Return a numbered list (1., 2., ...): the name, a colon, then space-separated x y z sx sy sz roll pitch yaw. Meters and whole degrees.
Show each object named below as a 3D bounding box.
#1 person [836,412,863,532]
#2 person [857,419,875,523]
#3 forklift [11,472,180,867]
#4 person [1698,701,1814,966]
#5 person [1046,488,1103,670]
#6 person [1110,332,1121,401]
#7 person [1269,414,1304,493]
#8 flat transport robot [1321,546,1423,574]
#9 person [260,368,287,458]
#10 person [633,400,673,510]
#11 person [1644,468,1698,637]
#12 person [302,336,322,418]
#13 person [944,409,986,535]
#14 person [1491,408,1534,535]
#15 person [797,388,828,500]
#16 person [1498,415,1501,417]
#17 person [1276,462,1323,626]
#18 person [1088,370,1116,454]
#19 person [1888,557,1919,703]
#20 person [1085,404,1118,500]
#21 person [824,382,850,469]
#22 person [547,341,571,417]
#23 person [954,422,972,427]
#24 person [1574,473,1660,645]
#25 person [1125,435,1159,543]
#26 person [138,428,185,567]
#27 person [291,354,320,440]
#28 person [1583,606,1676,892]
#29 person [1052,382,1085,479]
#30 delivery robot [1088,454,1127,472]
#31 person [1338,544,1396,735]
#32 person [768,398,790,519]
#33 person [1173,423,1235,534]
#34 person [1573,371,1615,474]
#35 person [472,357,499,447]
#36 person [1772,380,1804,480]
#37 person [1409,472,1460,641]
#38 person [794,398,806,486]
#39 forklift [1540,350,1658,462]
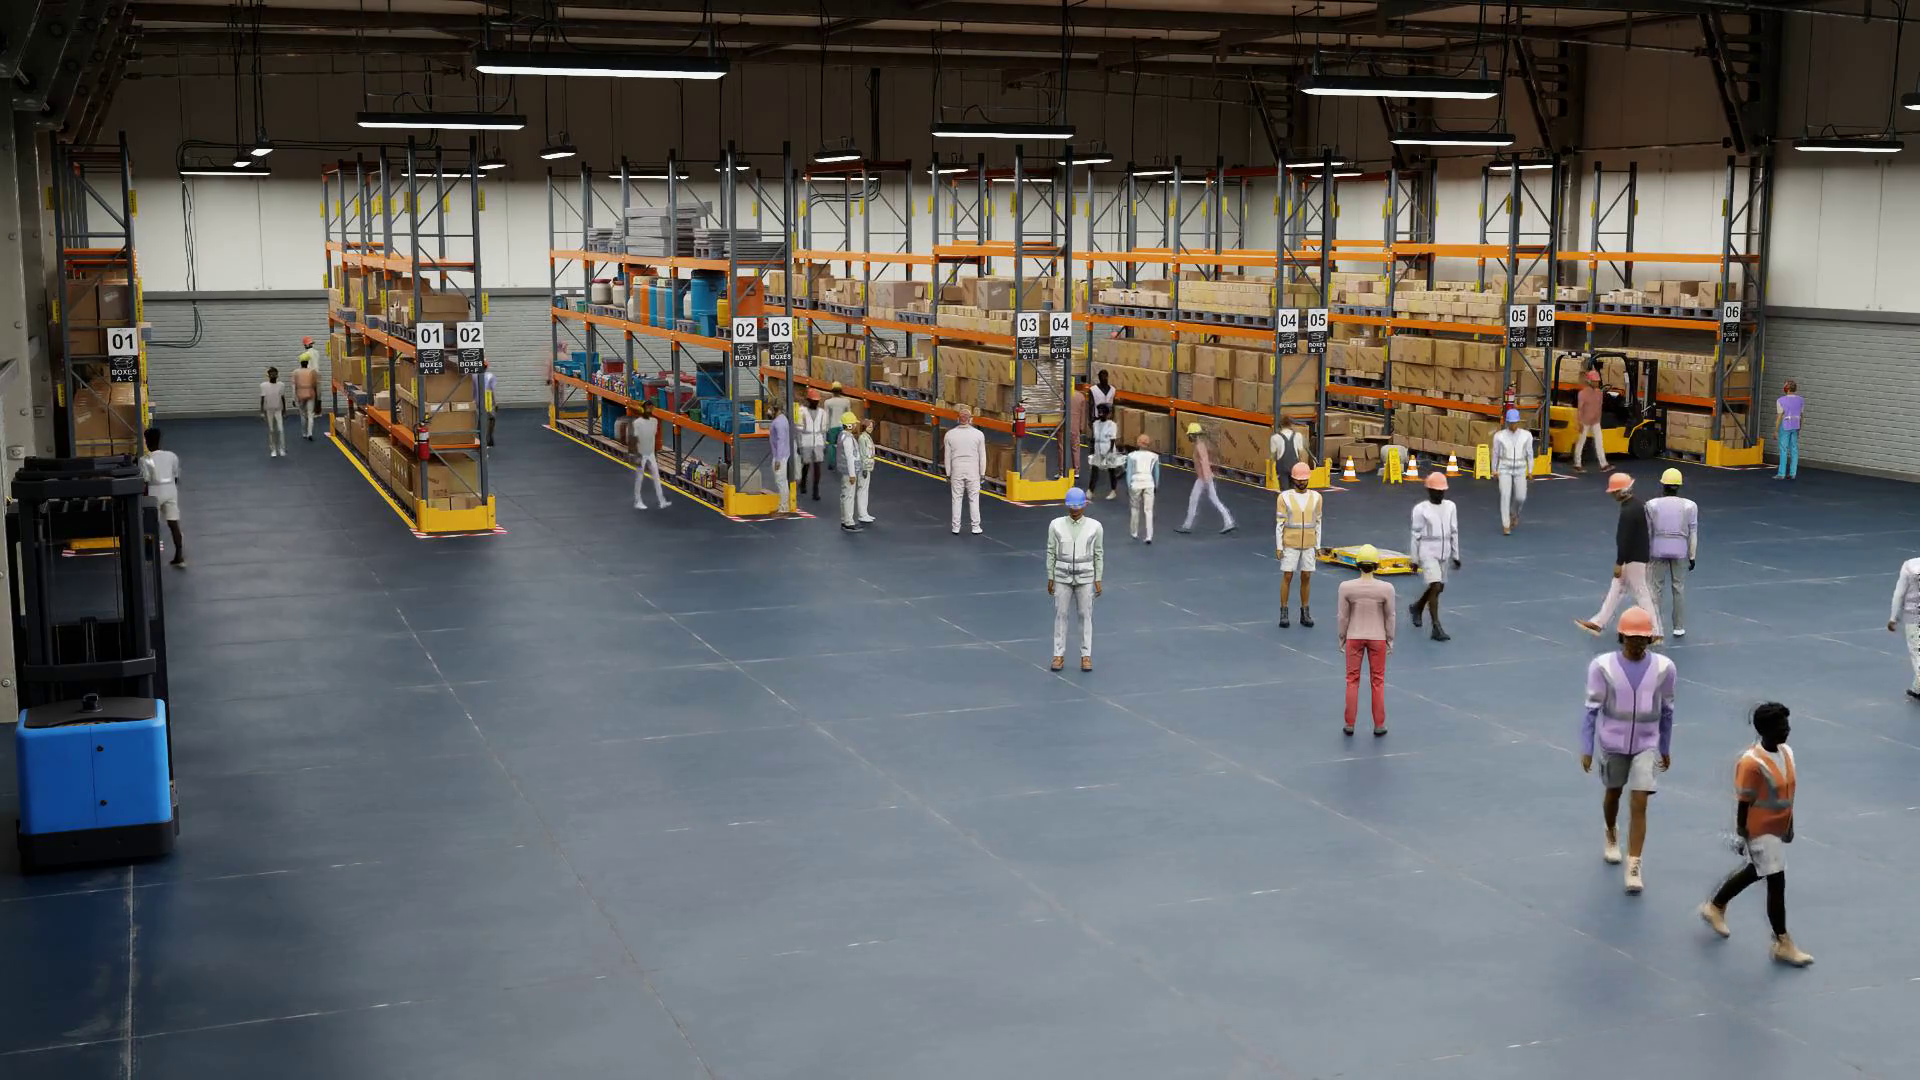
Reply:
1. person: -1.692 -1.057 32.231 0.404 1.837 0.588 -2 9 -13
2. person: -1.499 -1.109 33.241 0.313 1.637 0.513 1 9 6
3. forklift: -6.630 0.886 15.957 1.129 2.768 1.873 -3 9 -21
4. person: 5.150 1.837 13.514 0.533 1.662 0.824 -7 11 -41
5. person: 1.209 0.408 22.126 0.601 1.940 0.396 1 9 6
6. person: 3.888 -4.185 52.434 0.636 2.038 0.399 -1 9 -3
7. person: 5.035 -1.058 32.399 0.529 1.783 0.997 -1 9 -10
8. flat transport robot: 5.652 0.259 28.793 0.652 0.197 1.431 -4 10 -26
9. person: -13.860 -2.562 42.304 0.515 1.827 0.935 -4 9 -23
10. person: -5.105 -1.384 34.439 0.556 1.821 0.947 -8 11 -41
11. person: 8.100 0.141 23.927 0.594 1.929 0.352 2 9 14
12. person: -15.912 -4.001 51.343 0.399 1.989 0.622 1 9 9
13. person: 0.085 -1.037 31.864 0.643 1.909 0.409 1 9 5
14. person: 8.400 -1.054 31.889 0.635 1.927 0.510 1 9 6
15. person: -2.543 -1.663 35.962 0.552 1.924 0.539 -3 9 -17
16. person: 11.286 -2.612 43.019 0.513 1.696 0.875 -1 9 -7
17. person: 3.980 0.048 24.529 0.552 1.935 0.374 -1 9 -6
18. person: 2.750 -2.343 40.569 0.616 1.915 0.386 -4 9 -26
19. person: 9.375 0.757 20.292 0.594 1.797 0.901 0 9 1
20. person: 2.403 -1.483 35.628 0.546 1.652 0.838 7 11 39
21. person: -2.343 -2.151 39.899 0.525 1.719 0.914 -2 9 -10
22. person: -9.799 -3.931 51.304 0.743 1.862 0.666 -7 11 -39
23. person: 0.089 -3.504 48.326 0.636 1.913 0.919 -4 10 -26
24. person: 7.442 0.202 23.565 1.014 1.918 0.676 3 9 22
25. person: 2.711 -0.763 31.109 0.522 1.581 0.897 -1 9 -4
26. person: -11.051 -0.592 28.884 0.994 1.914 0.614 7 11 41
27. person: -14.387 -3.153 46.079 0.599 1.882 1.009 -3 9 -18
28. person: 4.803 1.439 15.075 0.631 2.002 1.043 2 9 12
29. person: 2.000 -2.086 38.860 0.643 1.909 0.409 -3 9 -17
30. delivery robot: 2.753 -1.472 39.084 0.707 0.478 0.477 3 9 17
31. person: 3.741 0.918 19.292 0.525 1.772 0.305 2 9 14
32. person: -2.904 -1.319 33.641 0.354 1.936 0.635 0 9 -3
33. person: 3.757 -0.934 31.873 0.927 1.697 0.526 2 9 12
34. person: 11.951 -2.208 39.512 0.656 1.944 1.013 -4 9 -23
35. person: -10.029 -2.904 44.245 0.599 1.922 0.635 1 9 6
36. person: 15.299 -2.025 38.652 0.570 1.845 0.383 -3 9 -17
37. person: 5.399 0.145 24.003 0.546 1.908 0.881 -4 9 -23
38. person: -2.868 -1.768 37.767 0.519 1.580 0.842 -2 9 -12
39. forklift: 12.897 -2.725 42.309 2.313 2.155 1.214 -3 9 -21
